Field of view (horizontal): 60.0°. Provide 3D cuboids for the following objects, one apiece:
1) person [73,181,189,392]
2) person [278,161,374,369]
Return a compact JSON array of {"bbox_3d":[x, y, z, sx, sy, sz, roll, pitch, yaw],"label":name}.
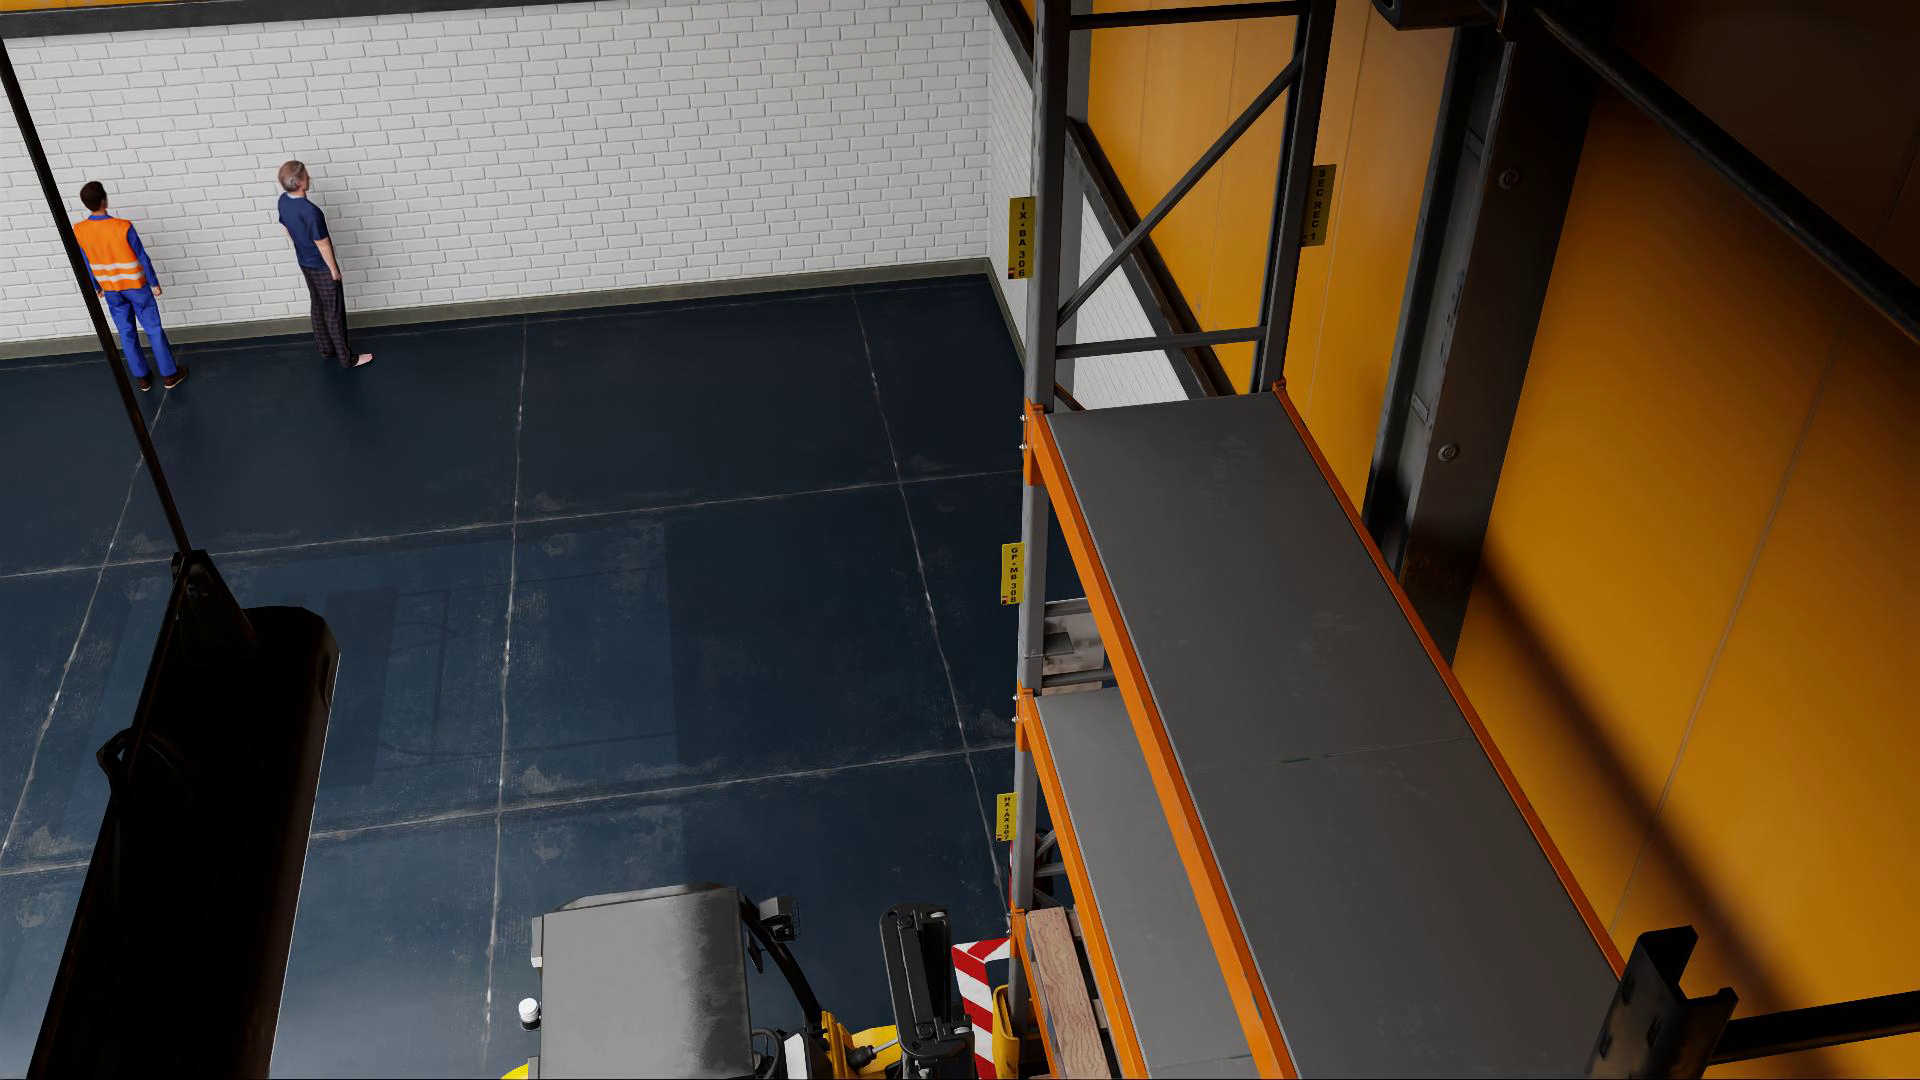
[{"bbox_3d":[-6.908,-2.097,13.772,0.709,1.863,0.611,-4,39,-5],"label":"person"},{"bbox_3d":[-5.427,-2.326,14.052,0.706,1.871,0.784,27,46,29],"label":"person"}]
